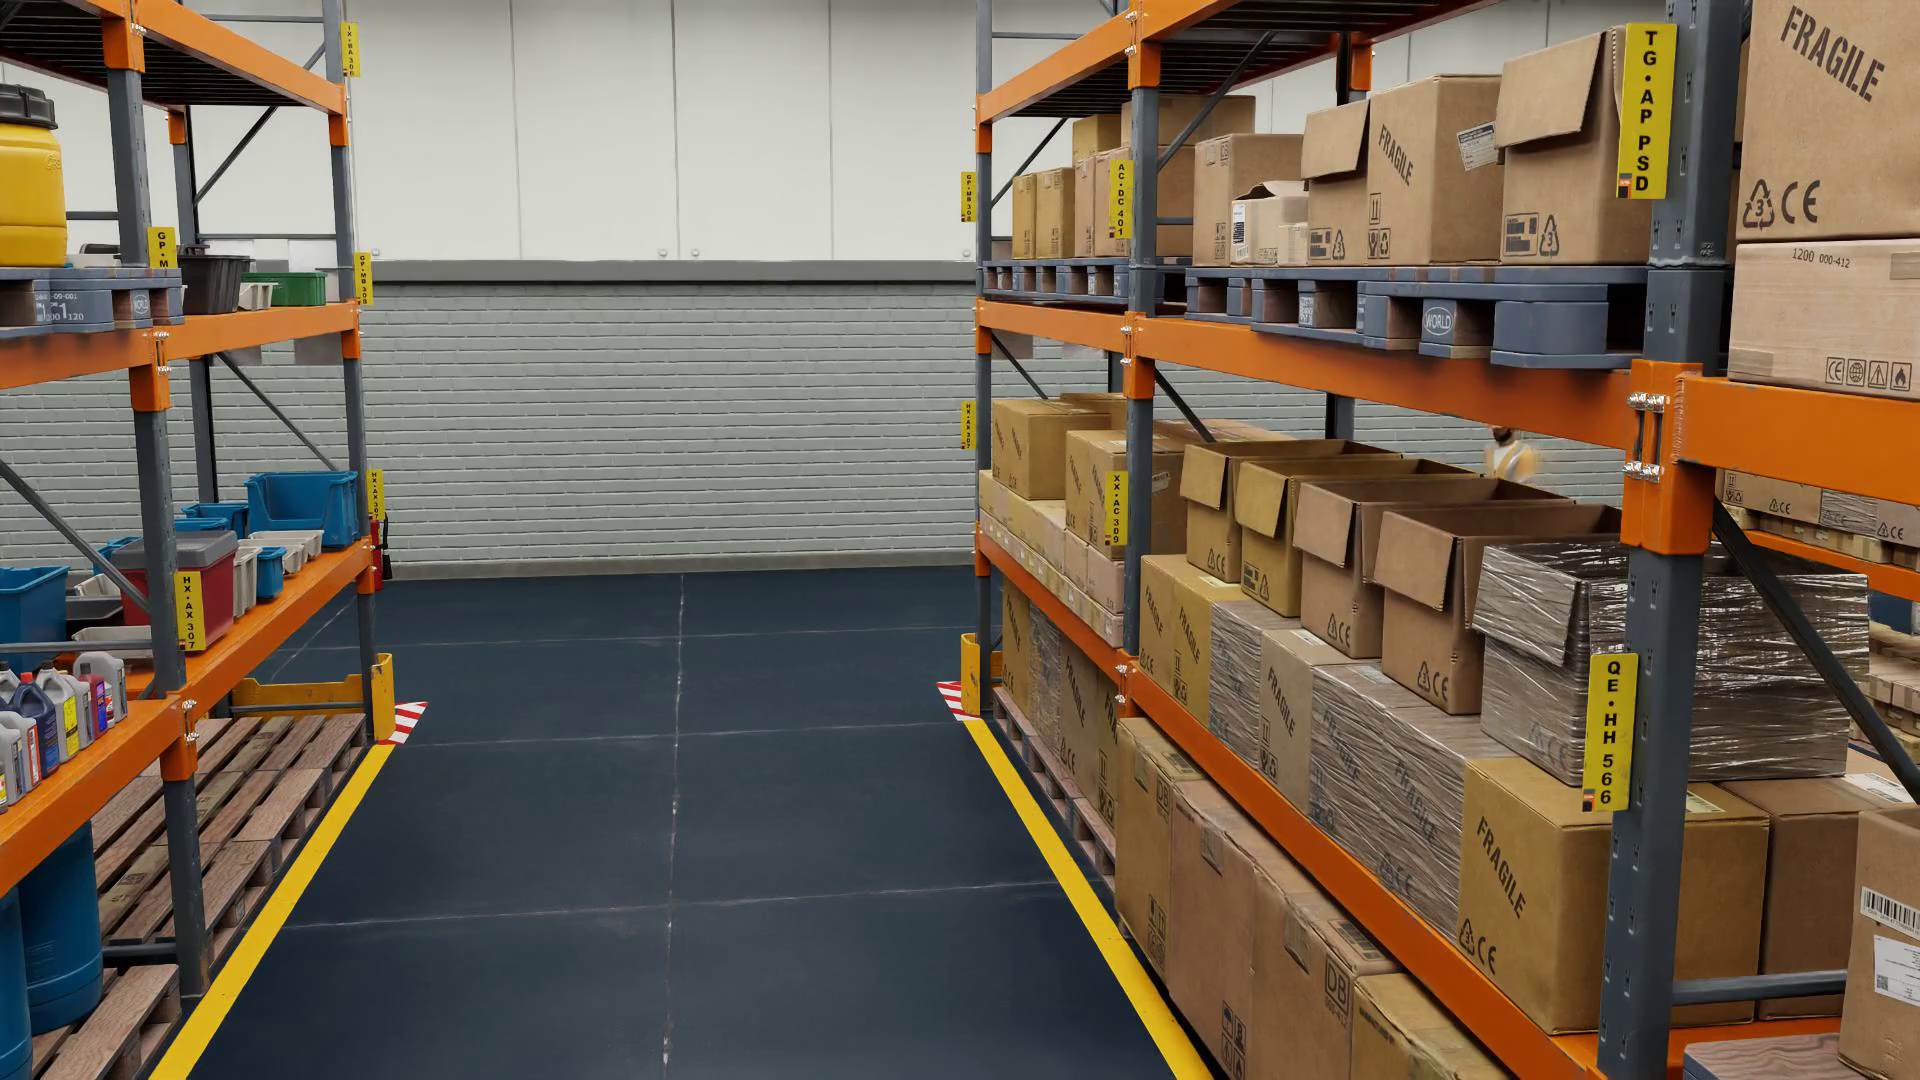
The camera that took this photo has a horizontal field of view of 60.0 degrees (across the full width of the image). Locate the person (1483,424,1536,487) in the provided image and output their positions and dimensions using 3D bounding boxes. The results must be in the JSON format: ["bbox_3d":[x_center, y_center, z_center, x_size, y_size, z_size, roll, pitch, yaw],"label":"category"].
[{"bbox_3d":[4.804,-0.246,14.476,0.829,1.907,0.544,-5,10,-27],"label":"person"}]

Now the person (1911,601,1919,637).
[{"bbox_3d":[7.987,0.034,13.531,0.515,1.636,0.314,-6,11,-32],"label":"person"}]
